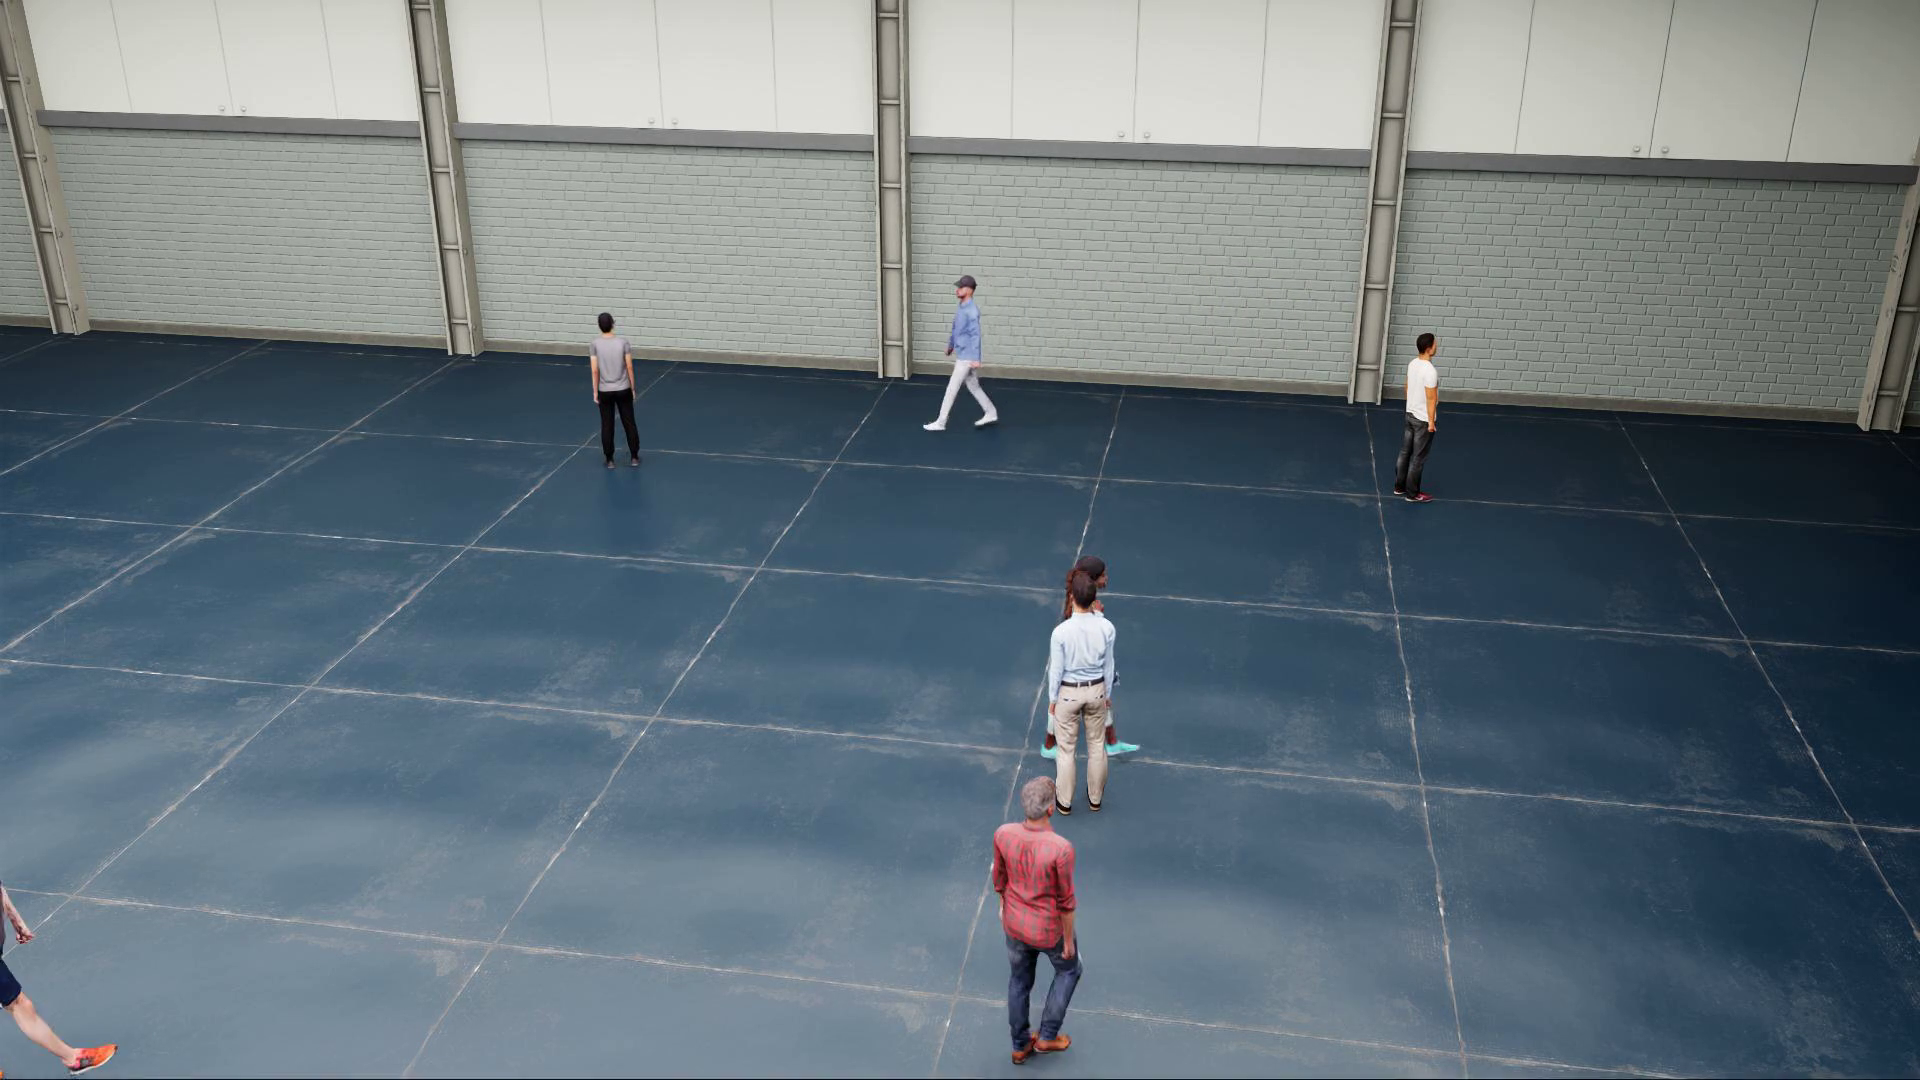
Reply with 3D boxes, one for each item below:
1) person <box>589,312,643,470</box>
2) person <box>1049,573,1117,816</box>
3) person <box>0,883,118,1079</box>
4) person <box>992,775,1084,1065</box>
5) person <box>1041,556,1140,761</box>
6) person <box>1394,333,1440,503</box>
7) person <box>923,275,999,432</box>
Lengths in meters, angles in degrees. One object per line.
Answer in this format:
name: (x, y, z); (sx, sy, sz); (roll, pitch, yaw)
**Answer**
person: (-3.816, -1.654, 18.357); (0.620, 1.753, 0.760); (-5, 24, -11)
person: (0.851, 1.096, 11.769); (0.689, 1.848, 0.799); (-6, 24, -13)
person: (-5.423, 2.269, 9.071); (1.266, 1.801, 1.014); (-6, 24, -14)
person: (0.383, 2.178, 9.261); (0.733, 1.820, 0.870); (14, 27, 30)
person: (0.800, 0.913, 12.391); (0.948, 1.698, 0.537); (4, 23, 10)
person: (4.817, -1.299, 17.458); (0.692, 1.804, 0.716); (-6, 24, -15)
person: (0.146, -2.166, 19.445); (1.246, 1.844, 0.914); (-4, 23, -10)
